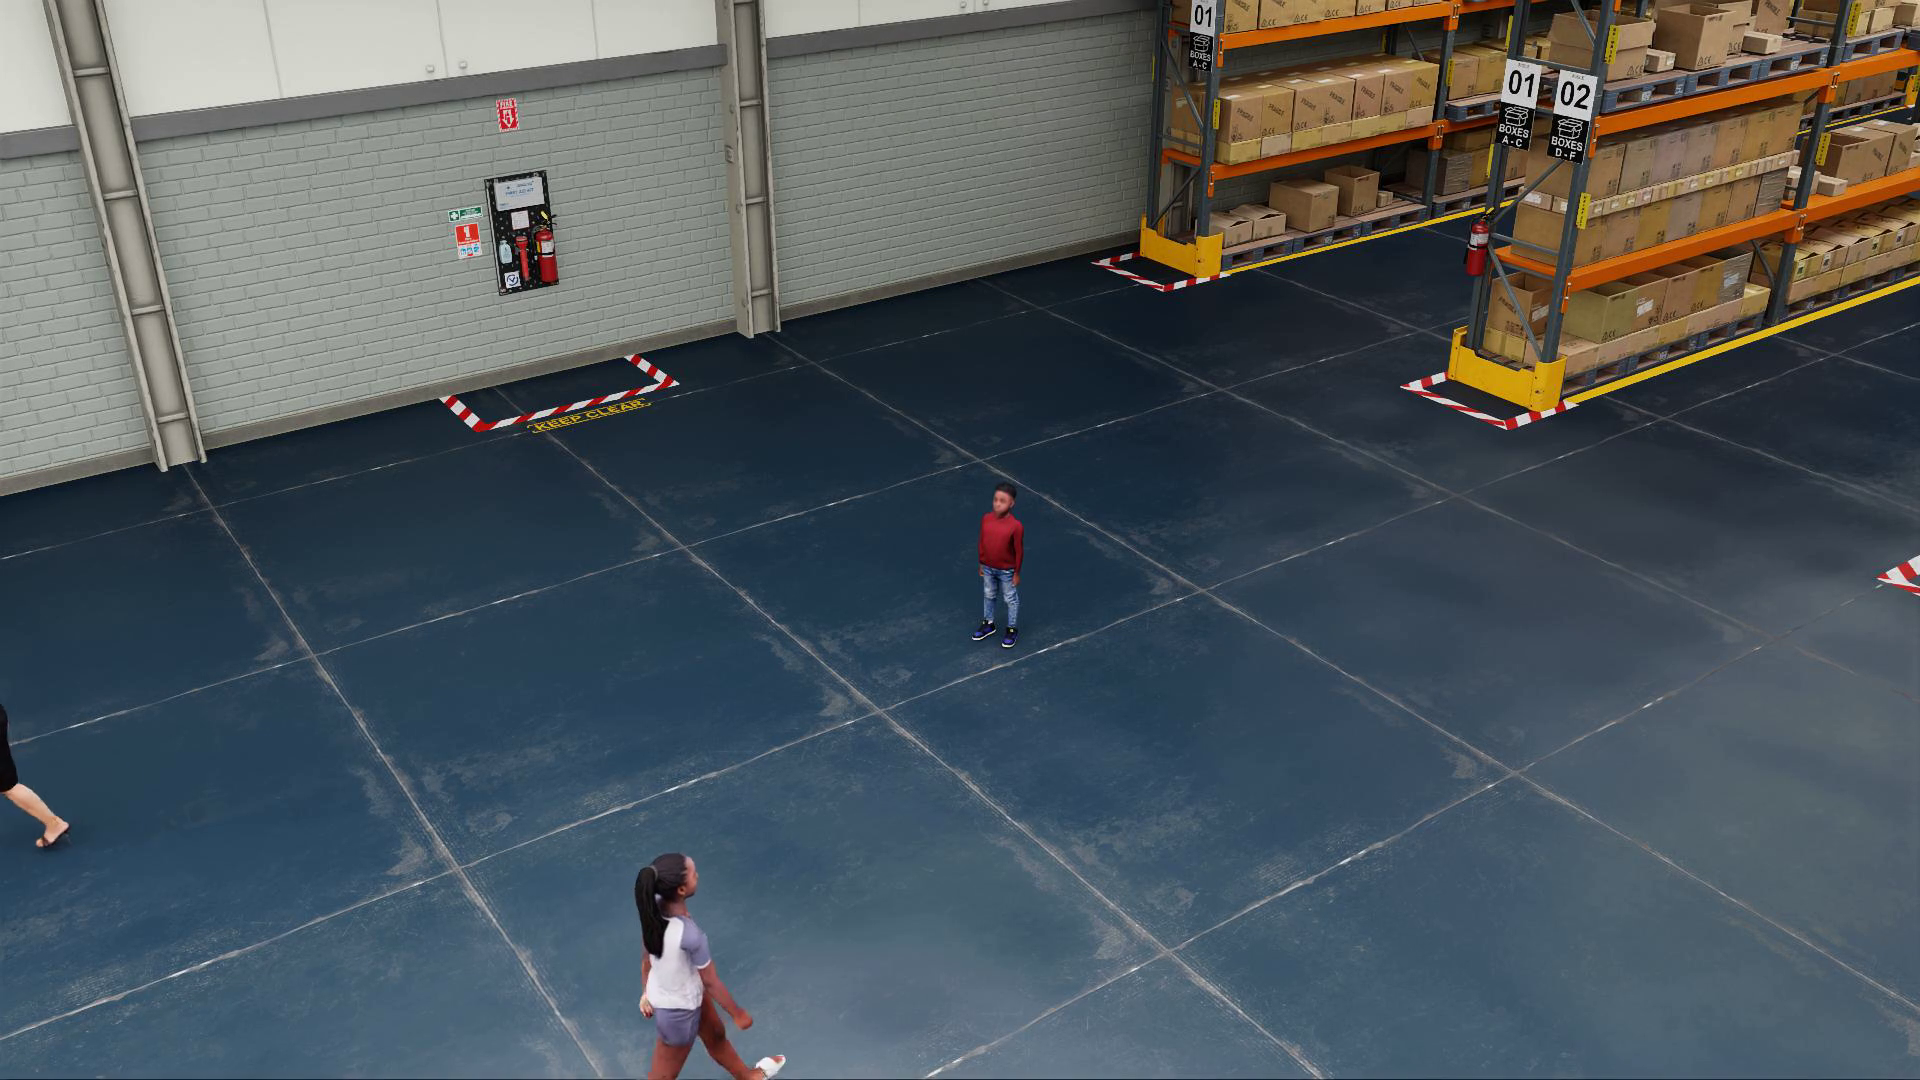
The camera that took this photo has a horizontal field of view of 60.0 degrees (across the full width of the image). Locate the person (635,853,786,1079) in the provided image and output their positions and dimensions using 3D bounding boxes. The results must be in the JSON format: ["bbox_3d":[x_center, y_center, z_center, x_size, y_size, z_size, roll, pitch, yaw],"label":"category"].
[{"bbox_3d":[-1.378,2.213,7.662,1.135,1.681,0.626,-16,31,-29],"label":"person"}]

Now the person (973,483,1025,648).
[{"bbox_3d":[0.296,0.164,12.107,0.581,1.254,0.611,14,30,25],"label":"person"}]
